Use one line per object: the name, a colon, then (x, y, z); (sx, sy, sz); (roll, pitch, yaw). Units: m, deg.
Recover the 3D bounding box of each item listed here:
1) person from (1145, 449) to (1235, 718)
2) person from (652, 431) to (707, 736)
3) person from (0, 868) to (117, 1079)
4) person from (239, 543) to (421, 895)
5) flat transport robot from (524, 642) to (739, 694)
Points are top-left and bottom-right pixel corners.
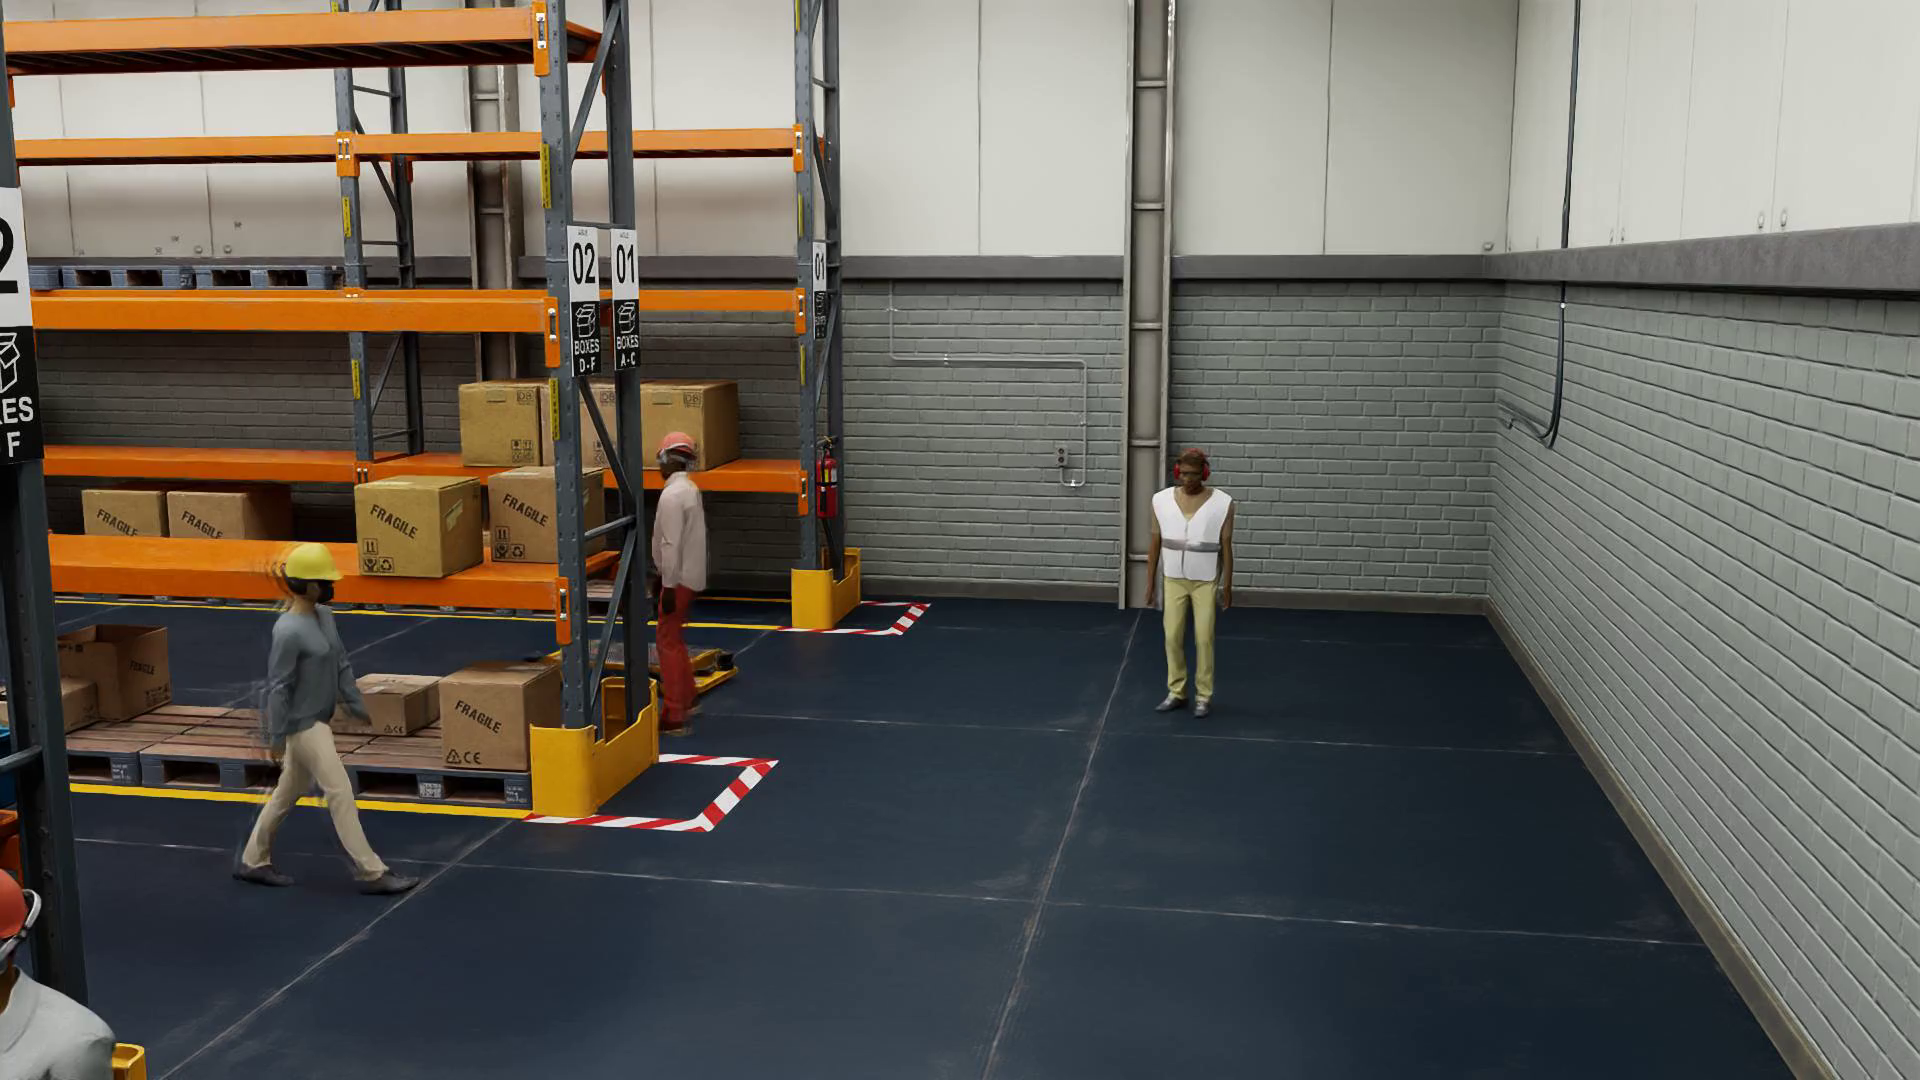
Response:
person: (1.549, 0.288, 11.196); (0.577, 1.823, 0.434); (3, 10, 20)
person: (-1.859, 0.268, 10.919); (0.395, 1.951, 0.667); (0, 9, 1)
person: (-2.100, 1.537, 3.651); (0.564, 1.747, 0.339); (3, 10, 17)
person: (-3.099, 0.859, 7.956); (0.898, 1.715, 0.523); (0, 9, -2)
flat transport robot: (-2.402, 0.912, 12.102); (1.431, 0.197, 0.652); (3, 10, 16)
